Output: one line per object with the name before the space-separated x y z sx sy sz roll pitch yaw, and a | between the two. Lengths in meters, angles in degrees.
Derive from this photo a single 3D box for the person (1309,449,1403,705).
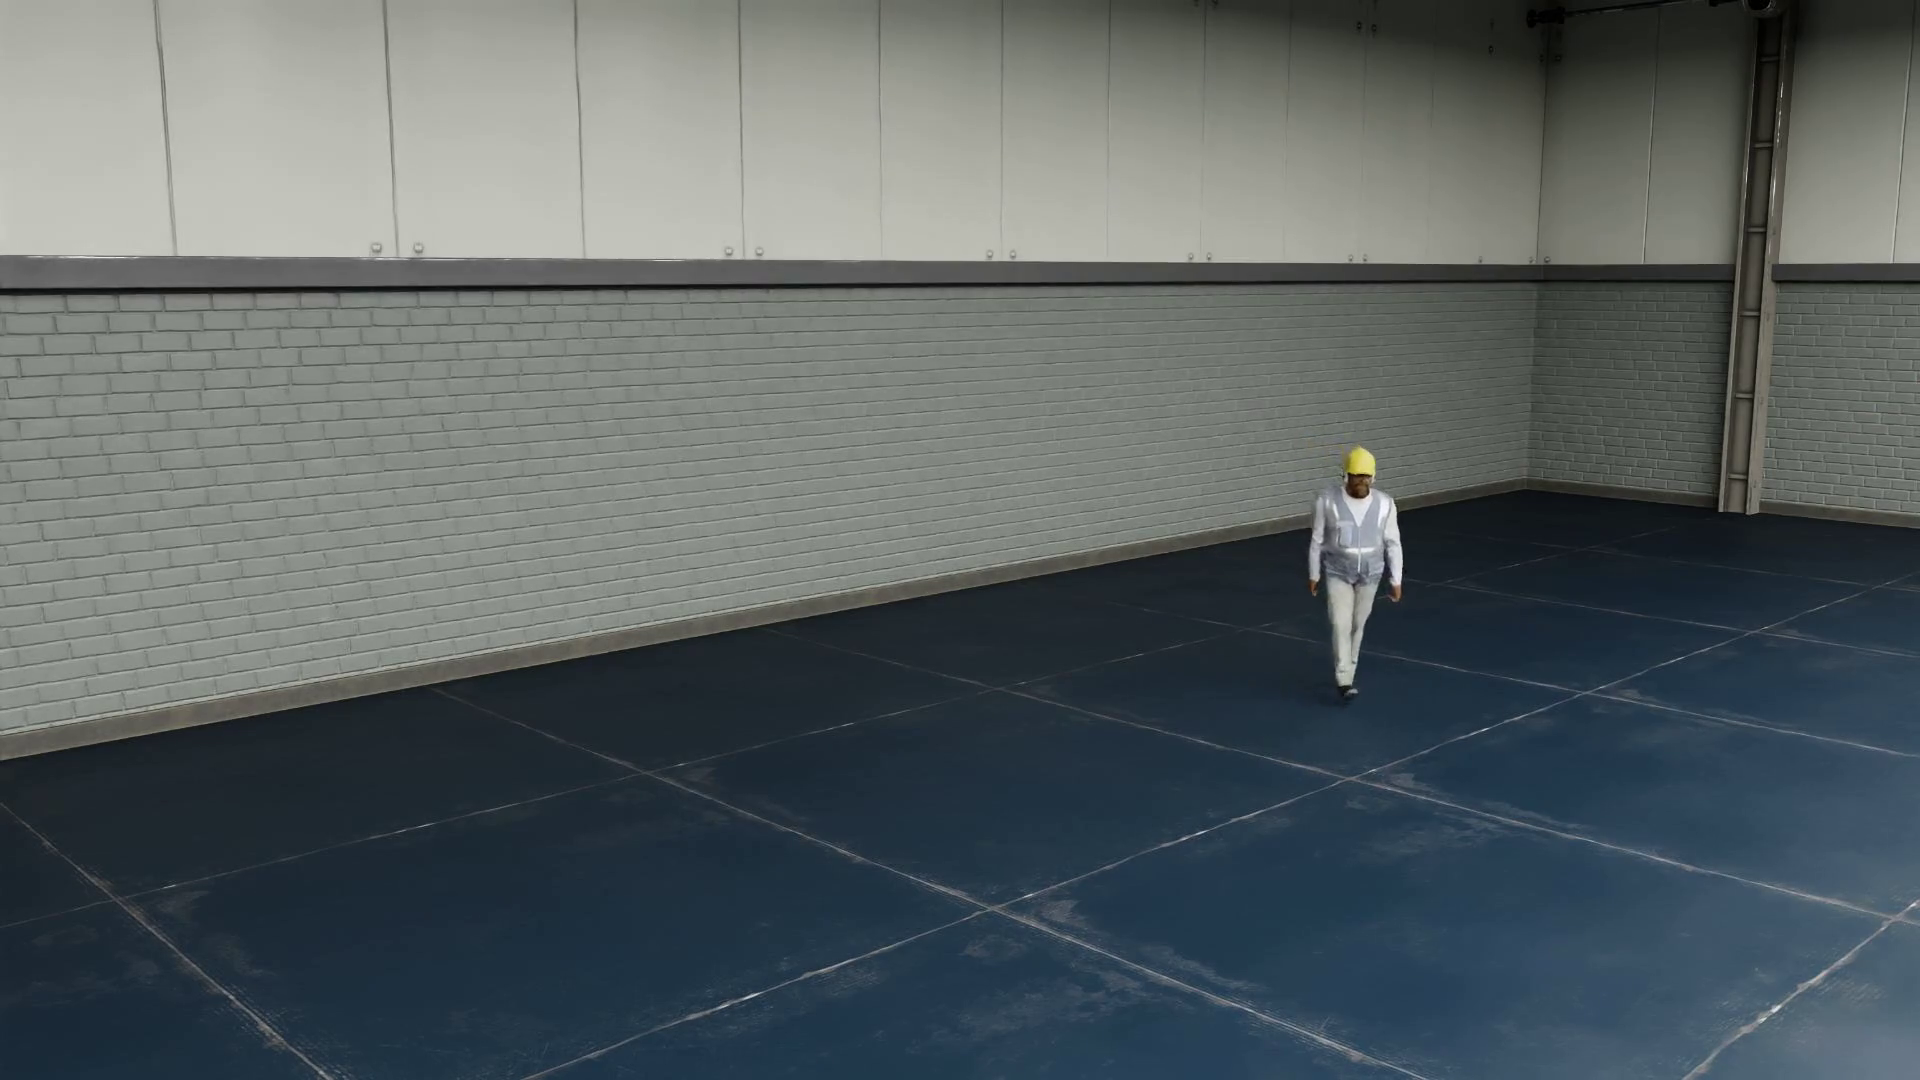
person | 2.811 0.259 11.728 0.627 1.784 0.905 0 9 0
